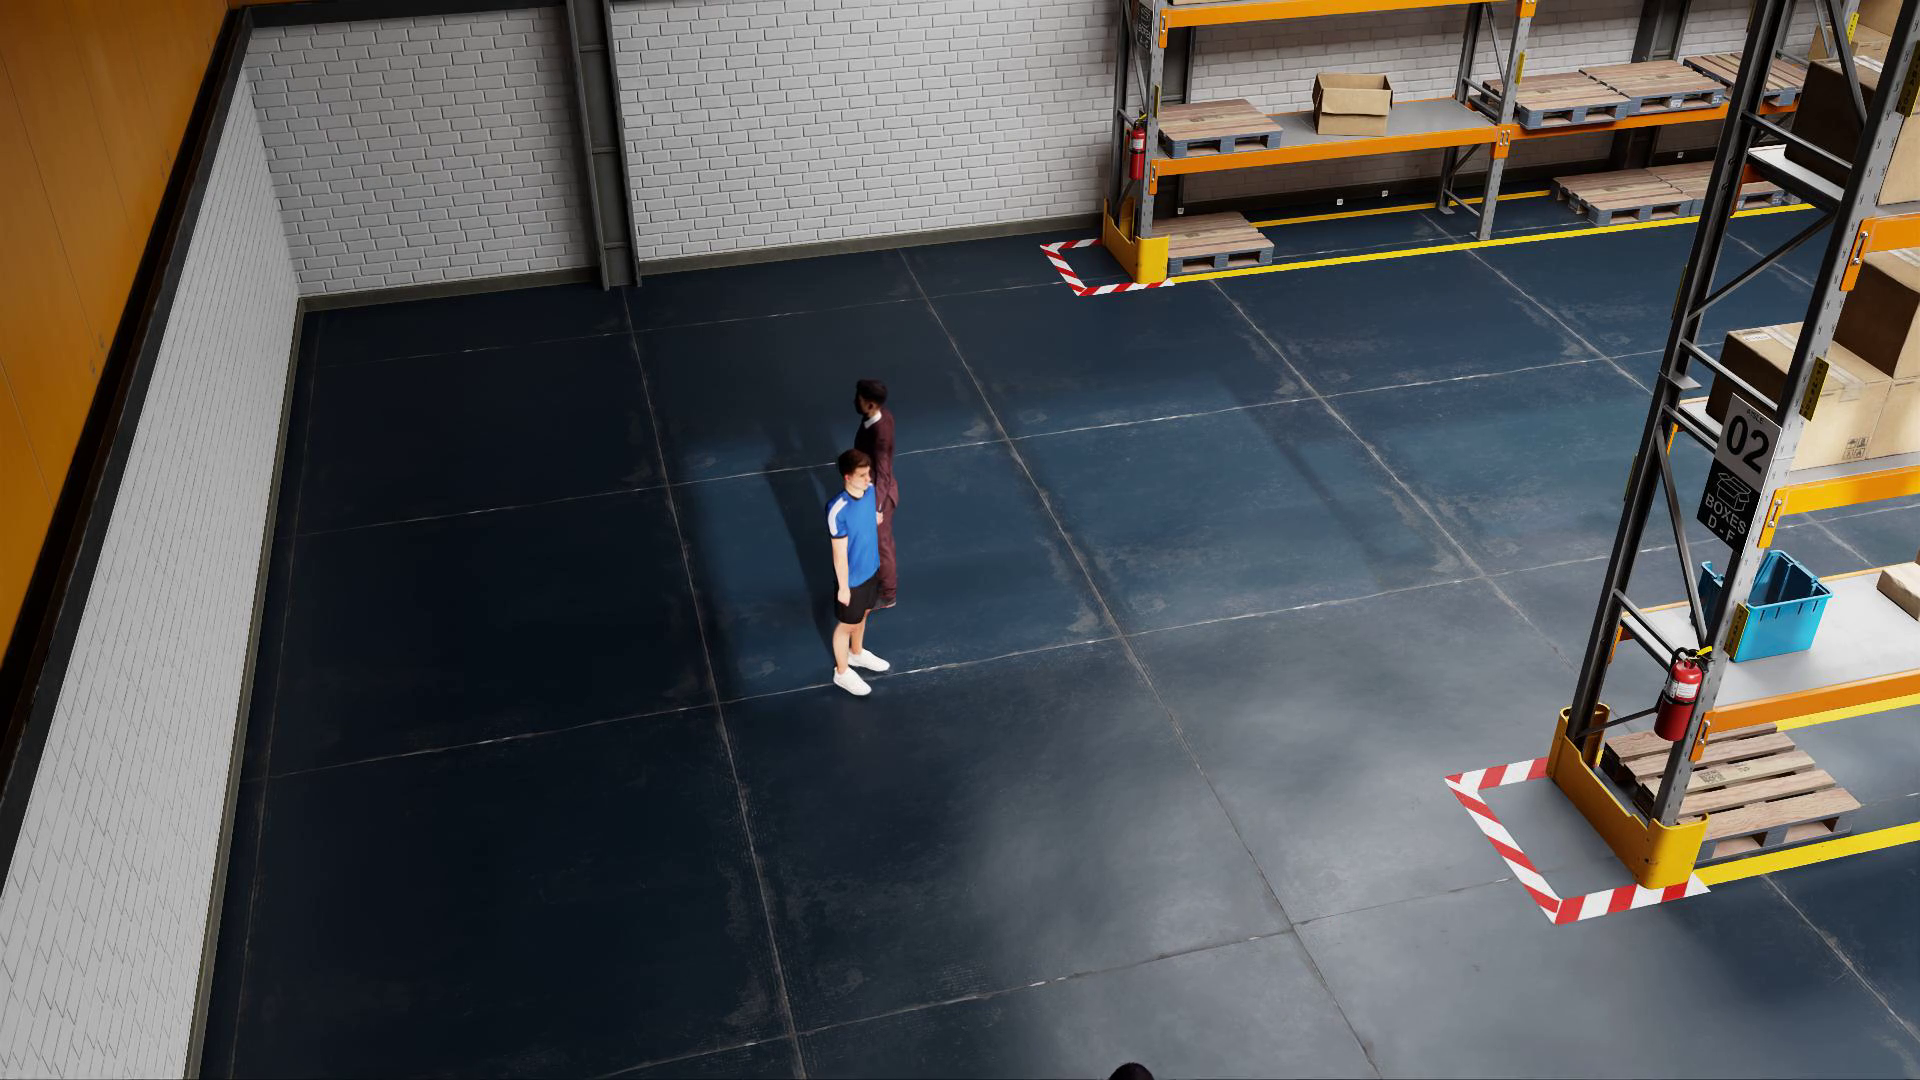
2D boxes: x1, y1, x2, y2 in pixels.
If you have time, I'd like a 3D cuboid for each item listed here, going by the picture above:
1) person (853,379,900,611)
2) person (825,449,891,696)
[{"bbox_3d":[-0.603,-0.348,12.203,0.670,1.864,0.728,-2,34,-2],"label":"person"},{"bbox_3d":[-0.723,0.183,11.403,0.792,1.866,0.751,15,36,21],"label":"person"}]
